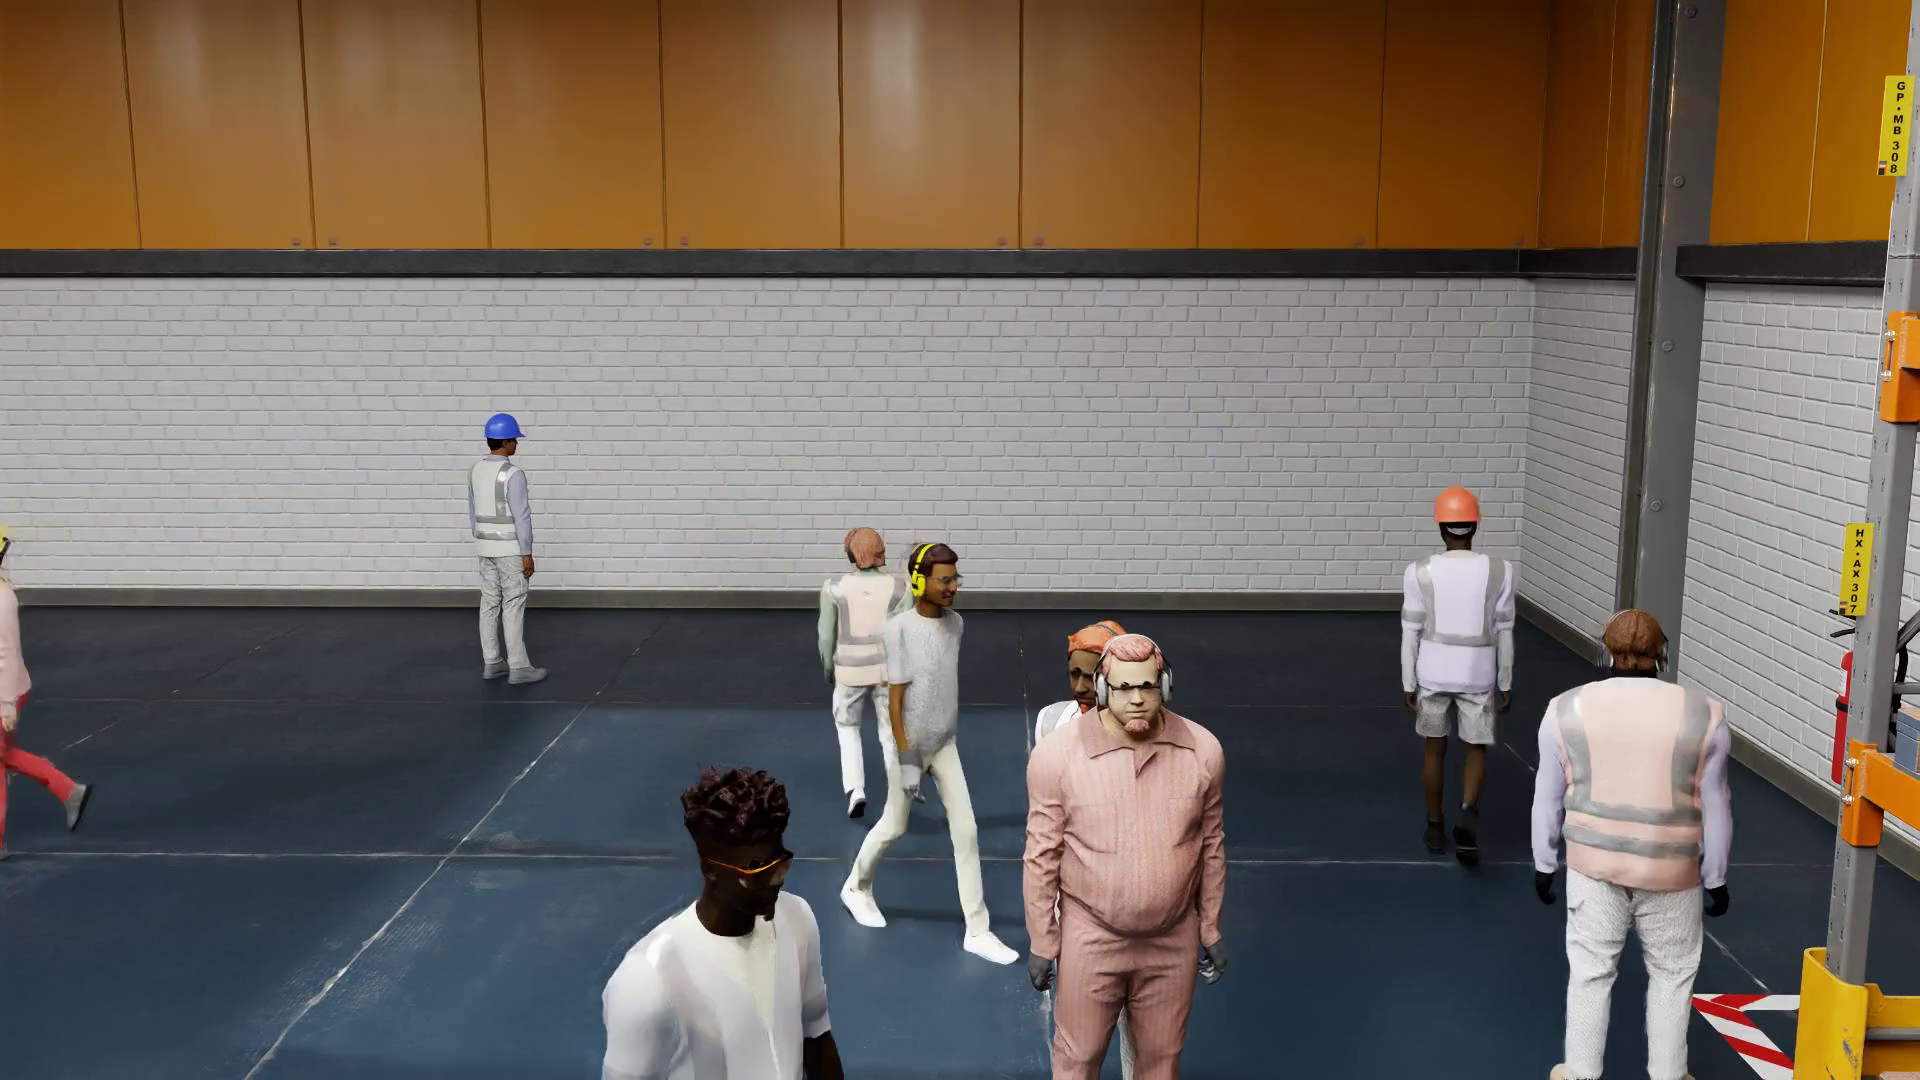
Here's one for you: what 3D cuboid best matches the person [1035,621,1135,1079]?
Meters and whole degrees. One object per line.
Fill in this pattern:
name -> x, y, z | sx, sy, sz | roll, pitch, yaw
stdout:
person -> 0.471, 1.184, 5.473 | 0.577, 1.879, 0.344 | 8, 13, 41

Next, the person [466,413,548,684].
person -> -3.281, 0.062, 11.979 | 0.607, 1.948, 0.390 | 7, 12, 36

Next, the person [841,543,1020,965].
person -> -0.182, 0.903, 7.341 | 0.520, 1.824, 0.976 | -9, 13, -42

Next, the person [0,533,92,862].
person -> -4.823, 0.756, 8.403 | 0.667, 1.748, 0.558 | -7, 12, -36

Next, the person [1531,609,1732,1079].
person -> 2.355, 1.152, 5.865 | 0.655, 1.825, 0.465 | 5, 11, 27

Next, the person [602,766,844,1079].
person -> -0.420, 1.450, 3.725 | 0.960, 1.919, 0.635 | 6, 11, 31

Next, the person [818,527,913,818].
person -> -0.489, 0.733, 8.929 | 0.531, 1.622, 0.388 | -1, 10, -8

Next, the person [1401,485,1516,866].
person -> 2.477, 0.690, 8.316 | 0.560, 1.916, 0.656 | 3, 10, 16

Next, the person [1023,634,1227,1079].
person -> 0.522, 1.223, 5.150 | 0.652, 1.906, 0.404 | -2, 10, -10
